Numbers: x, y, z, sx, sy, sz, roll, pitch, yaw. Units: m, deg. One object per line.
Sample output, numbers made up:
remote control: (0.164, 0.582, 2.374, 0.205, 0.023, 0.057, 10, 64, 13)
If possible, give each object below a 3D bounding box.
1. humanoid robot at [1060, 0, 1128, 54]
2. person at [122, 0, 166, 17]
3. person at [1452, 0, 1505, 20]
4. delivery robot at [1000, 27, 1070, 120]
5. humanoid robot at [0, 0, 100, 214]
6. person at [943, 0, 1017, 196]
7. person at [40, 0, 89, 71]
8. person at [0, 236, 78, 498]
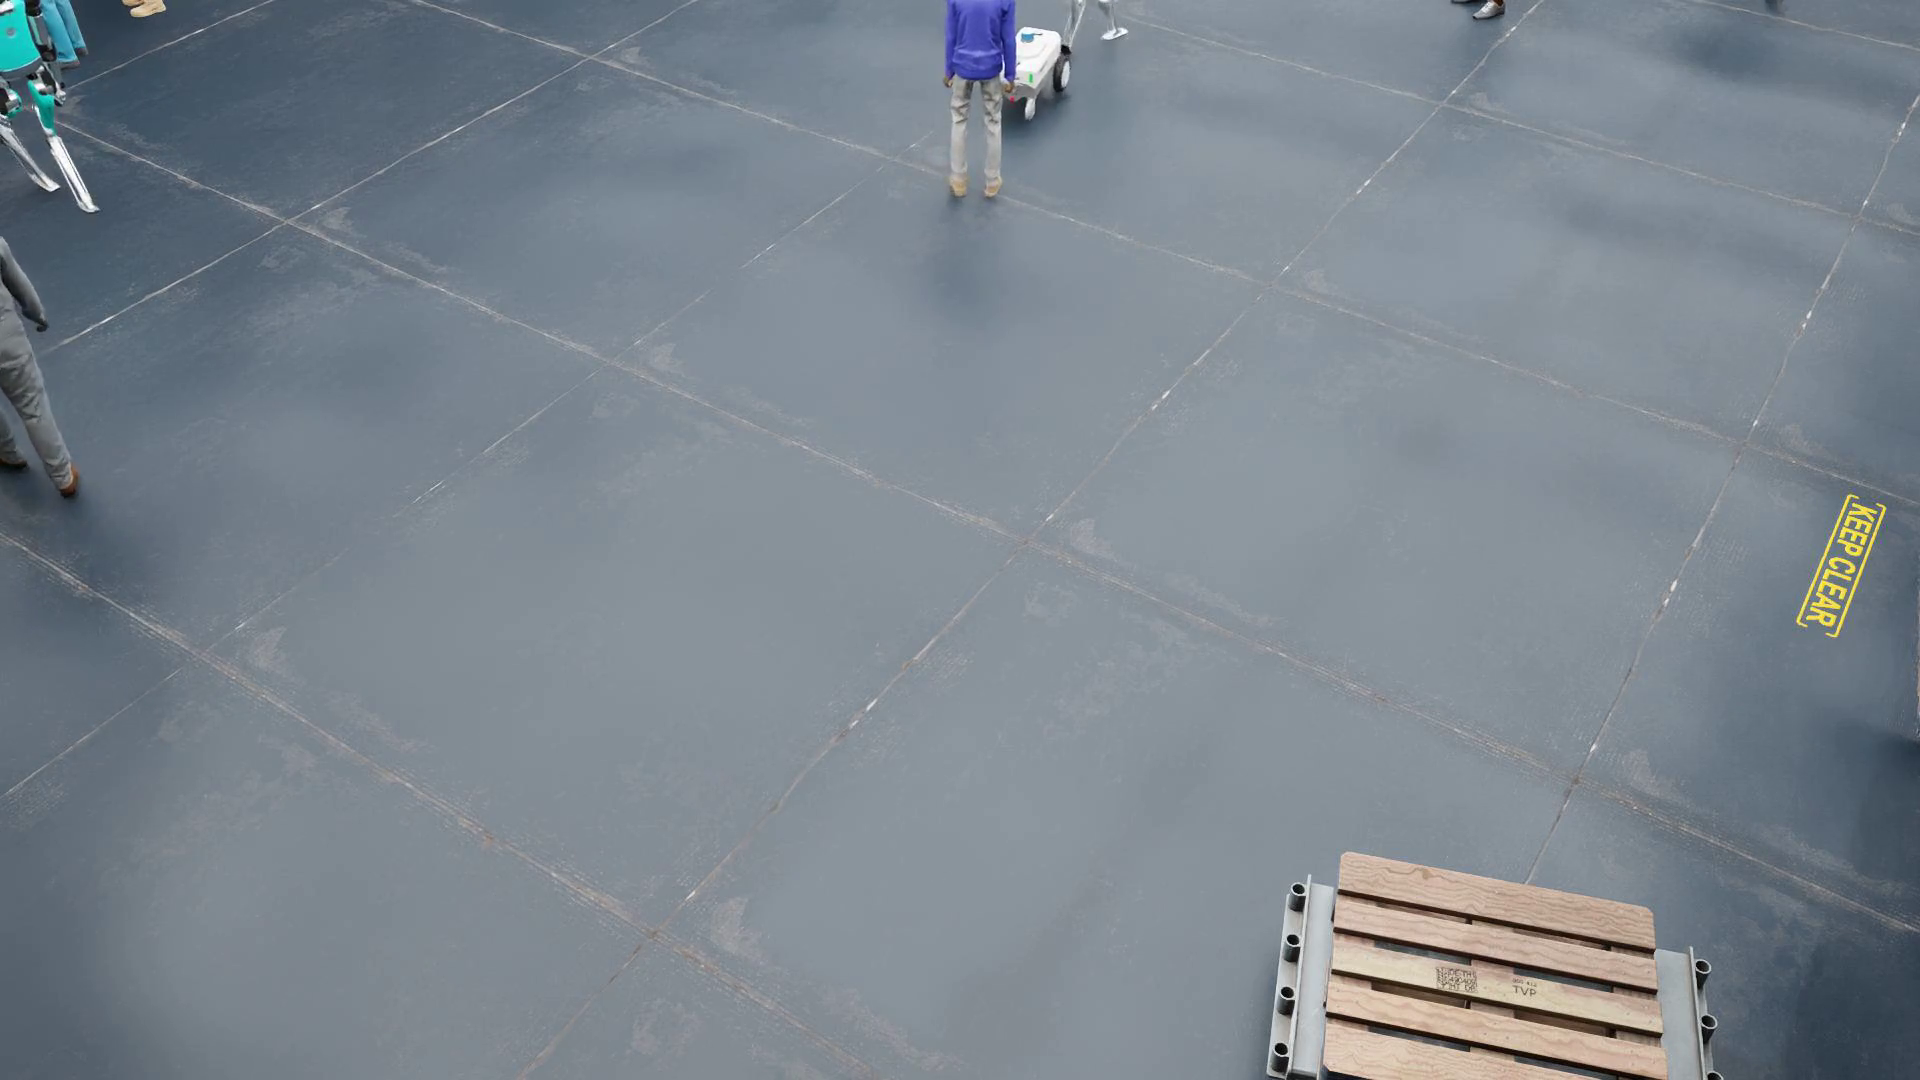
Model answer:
humanoid robot: (1.054, -4.621, 12.906, 0.559, 1.841, 0.879, 27, 48, 27)
person: (-6.825, -5.102, 13.379, 0.301, 1.744, 0.494, -22, 46, -23)
person: (4.399, -5.168, 13.309, 0.419, 1.941, 0.548, -11, 43, -12)
delivery robot: (0.506, -3.573, 12.558, 0.499, 0.589, 0.784, 14, 44, 15)
humanoid robot: (-6.311, -3.017, 11.061, 0.942, 1.750, 0.544, 30, 50, 29)
person: (0.131, -3.152, 11.119, 0.490, 1.869, 0.374, 0, 42, 0)
person: (-7.075, -4.475, 12.607, 0.373, 1.840, 0.568, -3, 42, -3)
person: (-5.200, -1.080, 8.790, 0.698, 1.870, 0.806, -30, 50, -29)
